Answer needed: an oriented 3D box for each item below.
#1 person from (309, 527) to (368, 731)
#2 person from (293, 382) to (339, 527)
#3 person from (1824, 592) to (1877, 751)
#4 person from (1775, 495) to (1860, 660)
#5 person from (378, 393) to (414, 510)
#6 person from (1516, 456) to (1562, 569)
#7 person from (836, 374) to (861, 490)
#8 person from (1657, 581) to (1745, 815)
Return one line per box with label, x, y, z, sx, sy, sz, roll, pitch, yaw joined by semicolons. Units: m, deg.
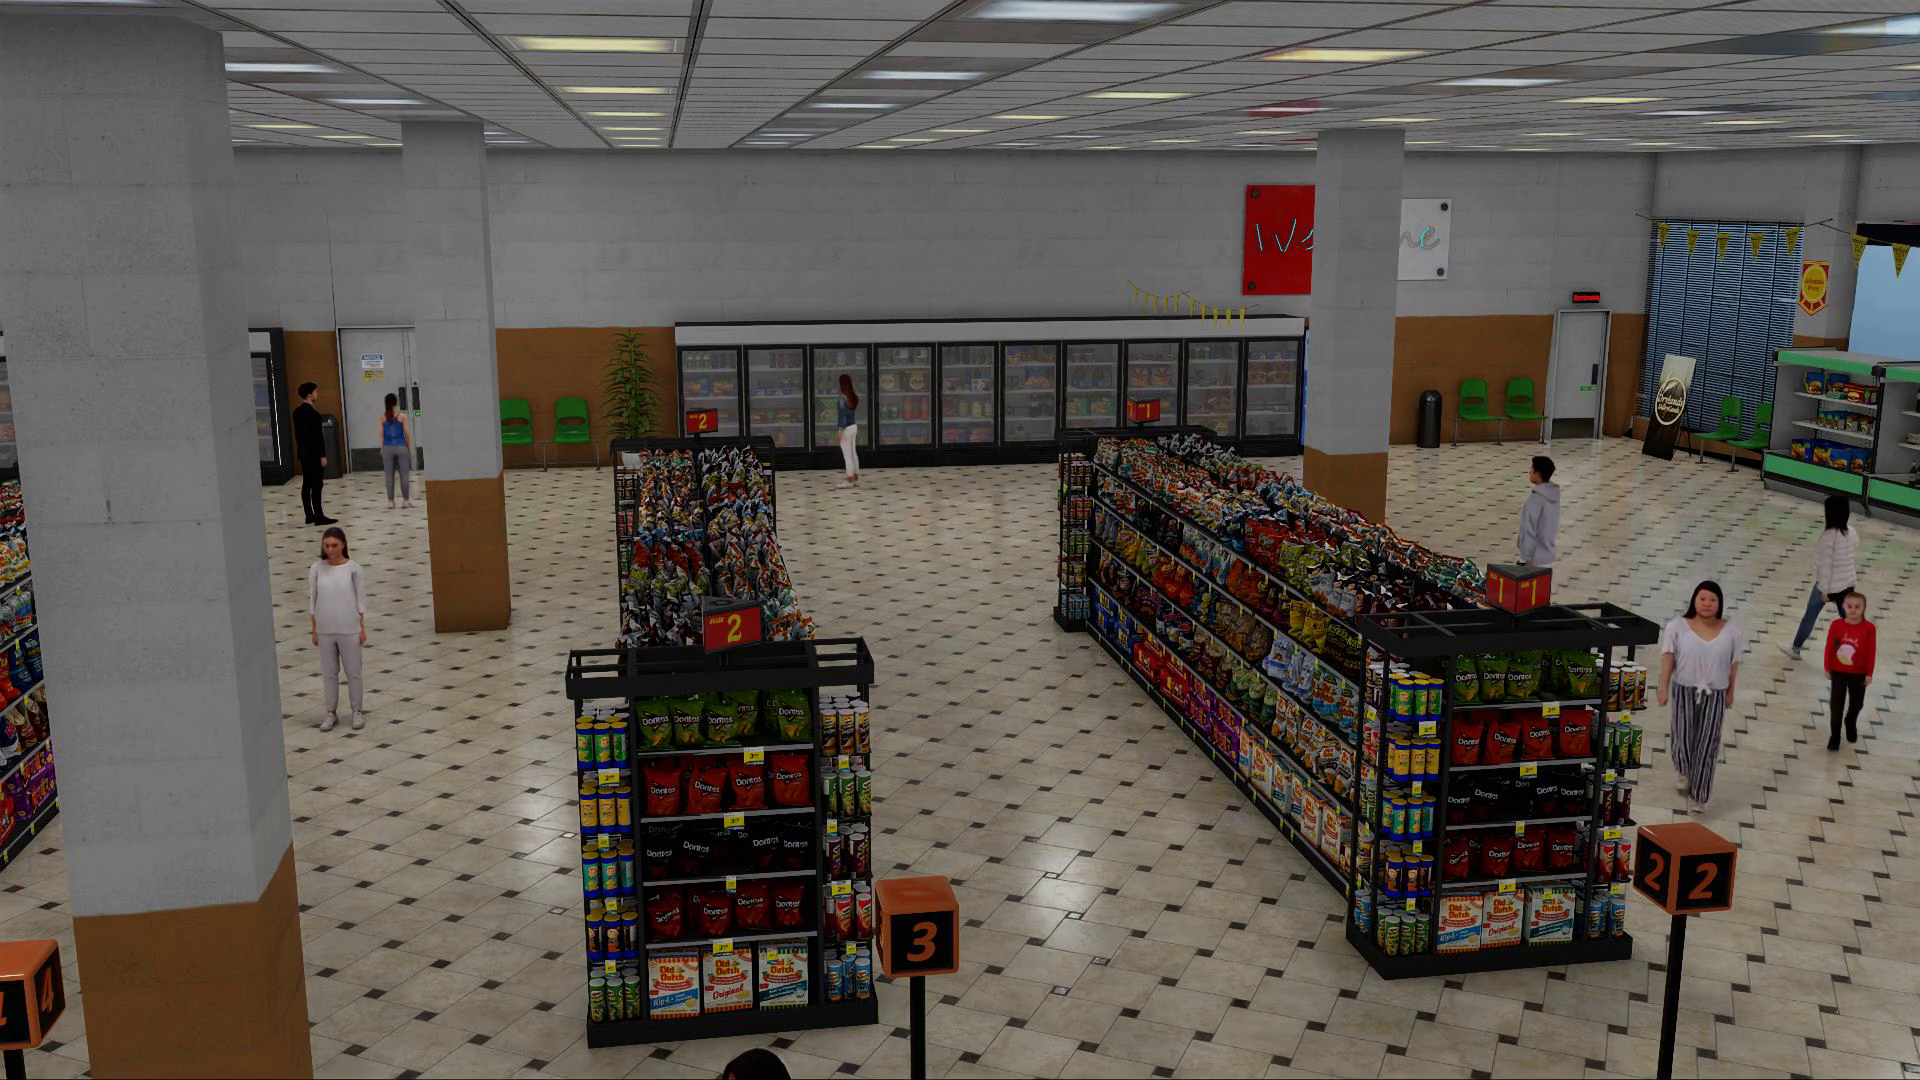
person;-5.106;0.716;13.664;0.588;1.690;0.523;-2;12;-10
person;-8.590;-1.145;22.014;0.774;1.890;0.846;9;15;37
person;7.052;1.027;13.191;0.660;1.275;0.725;7;14;29
person;8.103;0.426;15.267;0.803;1.595;1.136;-5;13;-24
person;-7.868;-1.242;23.158;0.569;1.608;0.520;-3;12;-13
person;5.534;0.169;15.716;1.030;1.915;0.941;12;17;44
person;-1.654;-1.614;24.701;0.750;1.700;0.635;5;13;22
person;5.315;1.098;11.986;1.084;1.633;1.242;5;13;24
